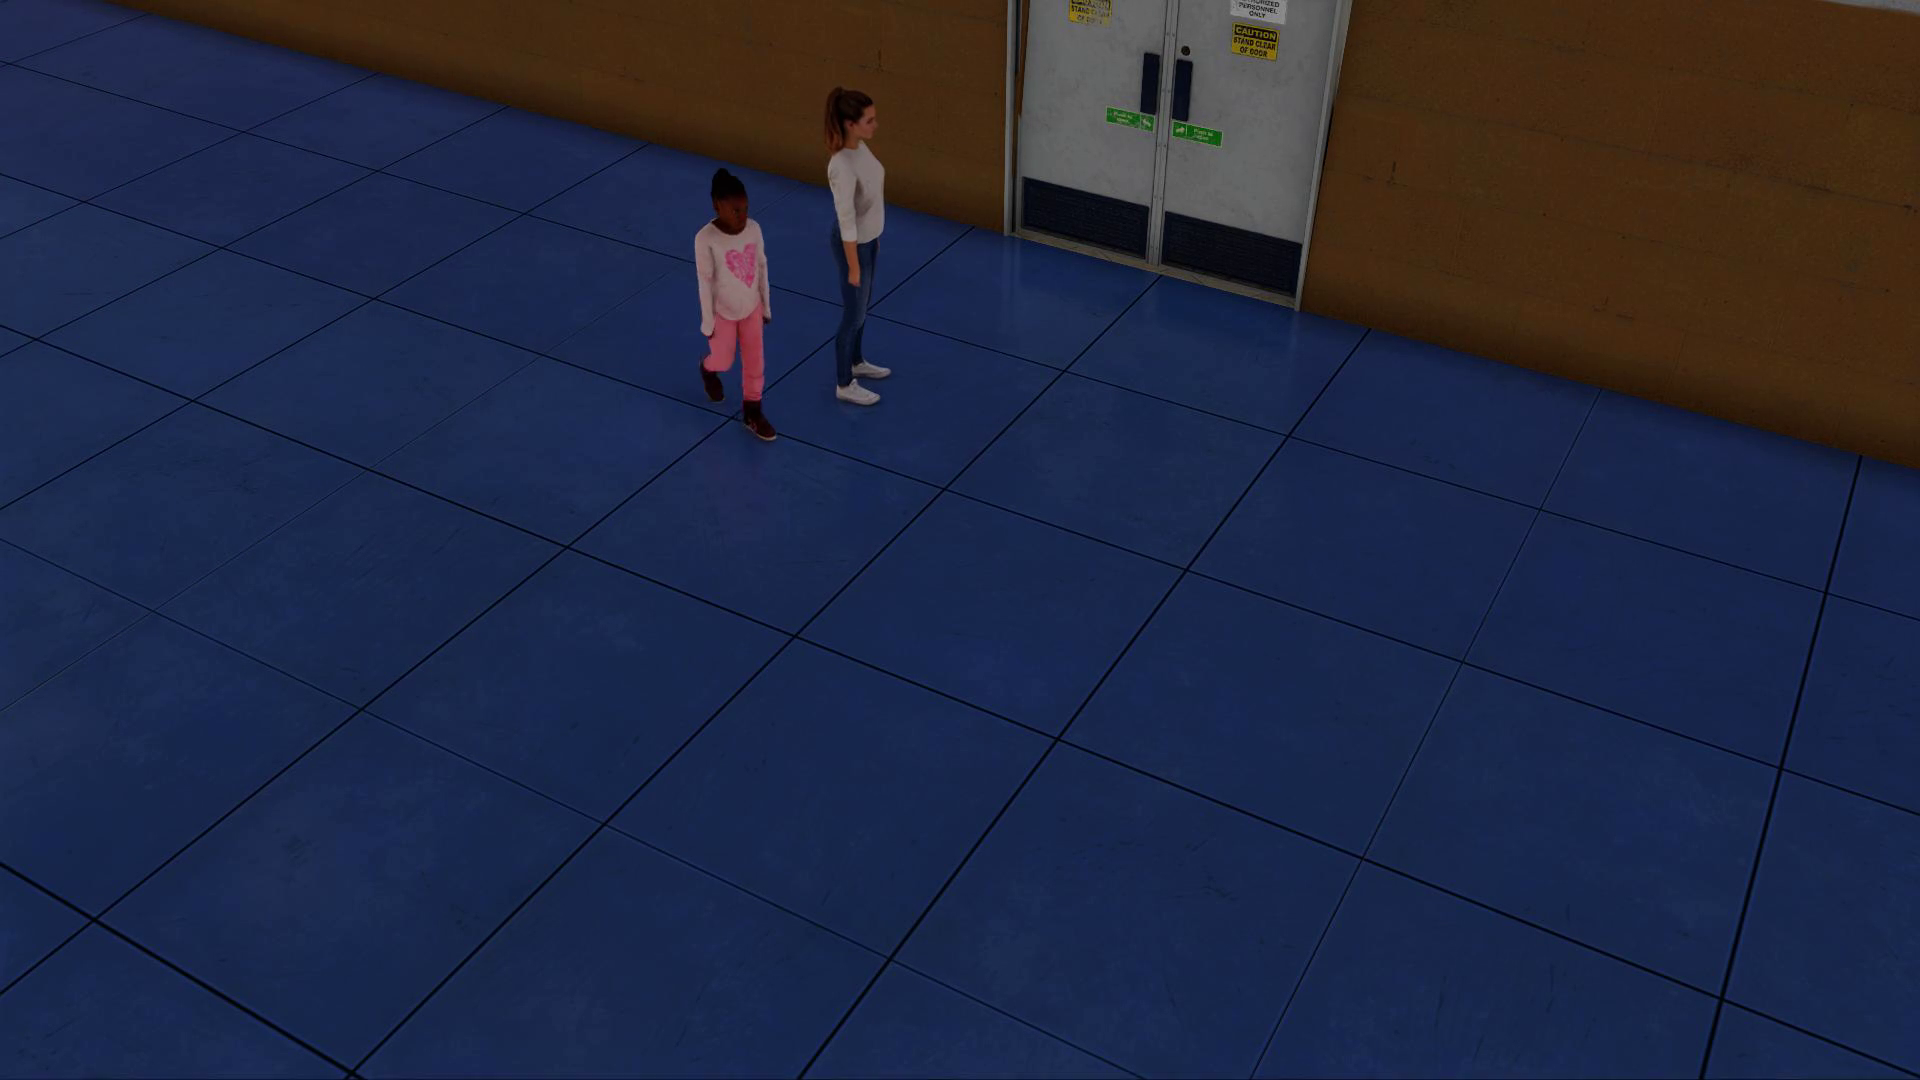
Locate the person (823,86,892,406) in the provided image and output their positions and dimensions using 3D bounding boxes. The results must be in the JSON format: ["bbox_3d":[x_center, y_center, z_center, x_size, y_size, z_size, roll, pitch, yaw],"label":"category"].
[{"bbox_3d":[-0.549,-1.533,8.698,0.730,1.725,0.587,5,37,6],"label":"person"}]

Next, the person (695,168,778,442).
[{"bbox_3d":[-1.196,-1.227,8.531,0.891,1.436,0.850,-21,42,-26],"label":"person"}]
